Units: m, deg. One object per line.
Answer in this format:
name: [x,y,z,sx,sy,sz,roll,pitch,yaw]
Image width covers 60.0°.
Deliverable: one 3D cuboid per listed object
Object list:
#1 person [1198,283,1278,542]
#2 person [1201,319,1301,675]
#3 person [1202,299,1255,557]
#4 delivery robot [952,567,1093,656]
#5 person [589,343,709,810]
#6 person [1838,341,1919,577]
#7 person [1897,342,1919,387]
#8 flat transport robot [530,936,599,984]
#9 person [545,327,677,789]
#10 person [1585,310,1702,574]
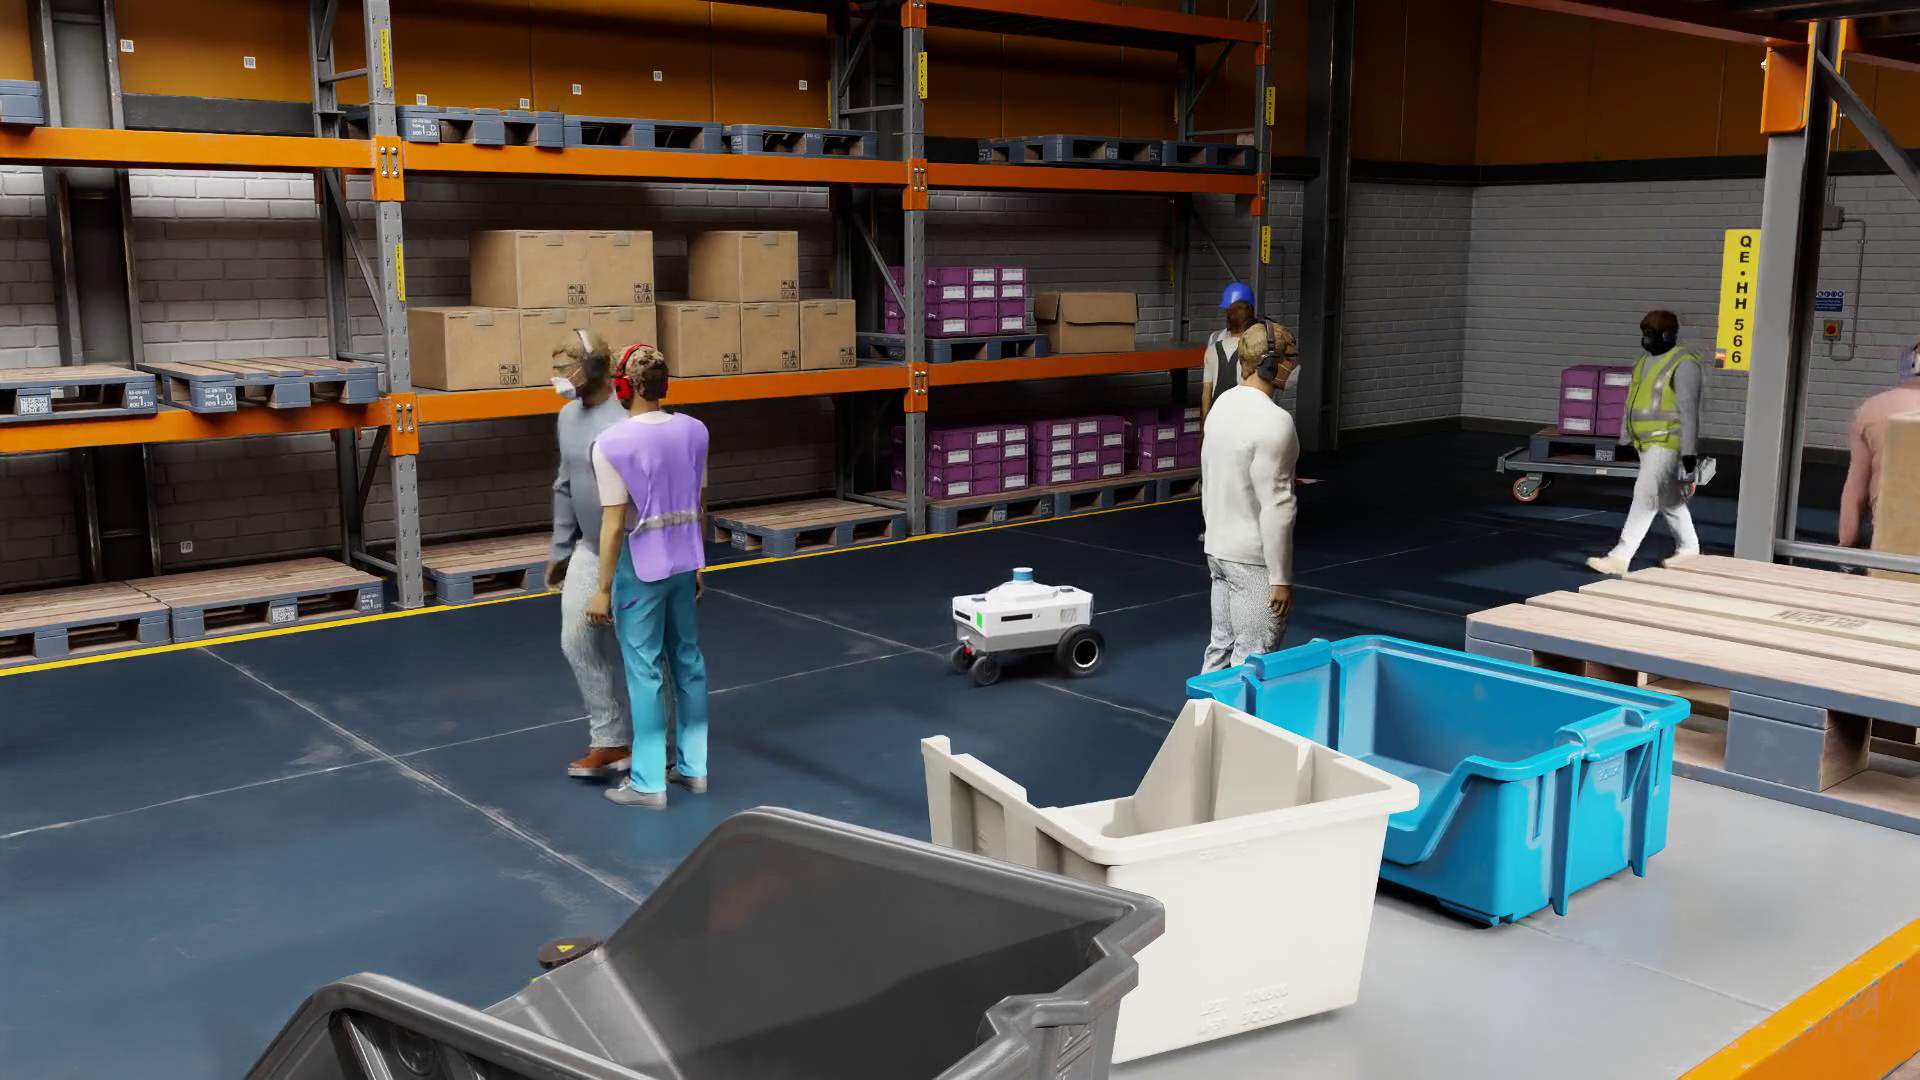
person: [2.050,-0.919,12.297,0.618,1.945,0.394,9,14,42]
person: [1.162,0.094,6.649,0.355,1.937,0.634,-3,10,-14]
person: [1.956,-0.772,11.765,0.516,1.842,0.328,8,13,37]
delivery robot: [0.325,0.387,8.623,0.707,0.478,0.477,-5,11,-25]
person: [-1.209,0.149,6.593,0.388,1.847,0.563,8,13,37]
person: [4.180,0.020,7.224,0.693,1.878,0.609,7,12,35]
person: [6.586,-0.703,11.142,0.586,1.928,0.365,8,13,37]
flat transport robot: [-0.591,1.332,4.387,0.652,0.197,1.431,-6,12,-32]
person: [-1.446,0.090,6.818,0.644,1.913,0.486,10,14,43]
person: [4.740,-0.657,11.299,0.890,1.798,0.633,-1,10,-3]
